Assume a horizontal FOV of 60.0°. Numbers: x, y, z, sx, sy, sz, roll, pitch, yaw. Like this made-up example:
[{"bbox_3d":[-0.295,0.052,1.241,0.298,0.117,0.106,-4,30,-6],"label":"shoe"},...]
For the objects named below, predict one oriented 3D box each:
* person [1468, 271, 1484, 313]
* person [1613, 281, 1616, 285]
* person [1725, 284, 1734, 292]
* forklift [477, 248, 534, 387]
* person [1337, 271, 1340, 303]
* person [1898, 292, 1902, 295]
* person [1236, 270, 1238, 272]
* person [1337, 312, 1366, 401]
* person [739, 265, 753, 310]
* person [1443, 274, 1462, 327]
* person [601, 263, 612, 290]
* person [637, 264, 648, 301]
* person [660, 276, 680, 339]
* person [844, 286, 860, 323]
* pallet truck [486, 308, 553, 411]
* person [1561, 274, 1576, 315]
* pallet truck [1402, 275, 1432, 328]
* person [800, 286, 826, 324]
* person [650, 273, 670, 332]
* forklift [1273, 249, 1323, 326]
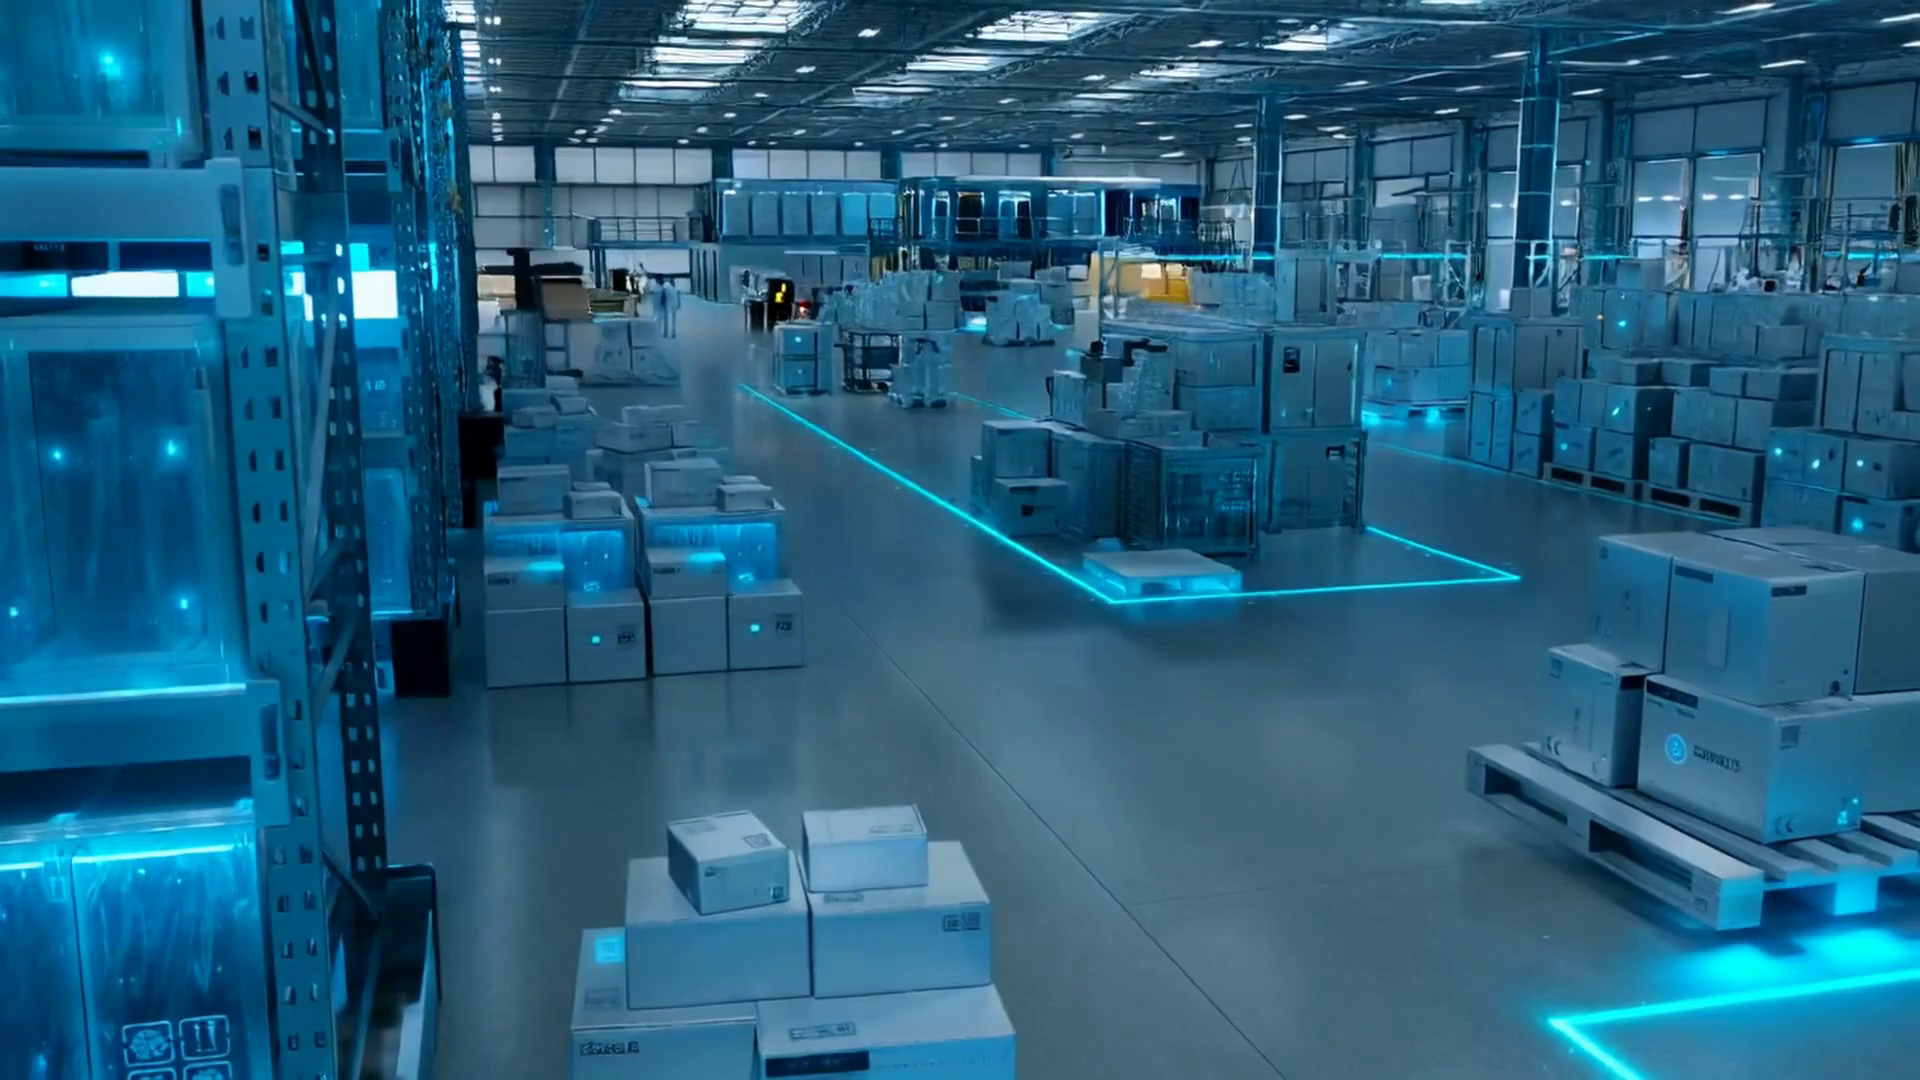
[{"bbox_3d":[22.373,-10.749,72.088,0.612,1.809,0.907,6,12,31],"label":"person"},{"bbox_3d":[19.187,-6.648,48.677,0.521,1.873,0.334,-2,10,-13],"label":"person"},{"bbox_3d":[21.623,-6.322,46.983,0.520,1.821,0.781,2,10,11],"label":"person"},{"bbox_3d":[-8.921,-4.556,33.971,1.873,2.768,1.129,-3,10,-15],"label":"forklift"},{"bbox_3d":[19.205,-13.094,85.003,0.544,1.933,0.376,-2,10,-13],"label":"person"},{"bbox_3d":[23.344,-5.322,41.527,0.485,1.744,0.308,-2,10,-13],"label":"person"},{"bbox_3d":[13.847,-12.396,81.672,0.869,1.710,0.530,10,14,43],"label":"person"},{"bbox_3d":[5.158,-2.056,22.322,0.611,1.996,0.387,-2,10,-13],"label":"person"},{"bbox_3d":[-9.729,-11.495,75.631,0.606,2.045,0.389,-2,10,-13],"label":"person"},{"bbox_3d":[17.573,-8.547,59.349,0.636,1.899,0.639,5,11,27],"label":"person"},{"bbox_3d":[-19.855,-14.580,93.426,0.587,1.928,0.381,-2,10,-13],"label":"person"},{"bbox_3d":[-16.666,-13.500,87.303,0.544,1.933,0.376,-2,10,-13],"label":"person"},{"bbox_3d":[-9.016,-7.220,51.736,0.628,1.936,0.377,-2,10,-13],"label":"person"},{"bbox_3d":[-3.250,-6.758,49.787,0.533,1.697,0.322,-2,10,-13],"label":"person"},{"bbox_3d":[-6.242,-2.418,24.362,0.823,1.965,1.885,1,10,3],"label":"pallet truck"},{"bbox_3d":[19.485,-7.499,53.158,0.611,1.990,0.392,-2,10,-13],"label":"person"},{"bbox_3d":[14.620,-7.324,52.145,0.823,1.965,1.885,8,13,40],"label":"pallet truck"},{"bbox_3d":[-3.340,-4.796,37.931,0.605,1.962,0.373,-2,10,-13],"label":"person"},{"bbox_3d":[-9.967,-7.900,55.283,0.713,2.000,0.929,2,10,9],"label":"person"},{"bbox_3d":[4.855,-2.824,24.162,1.873,2.768,1.129,-3,10,-15],"label":"forklift"}]
